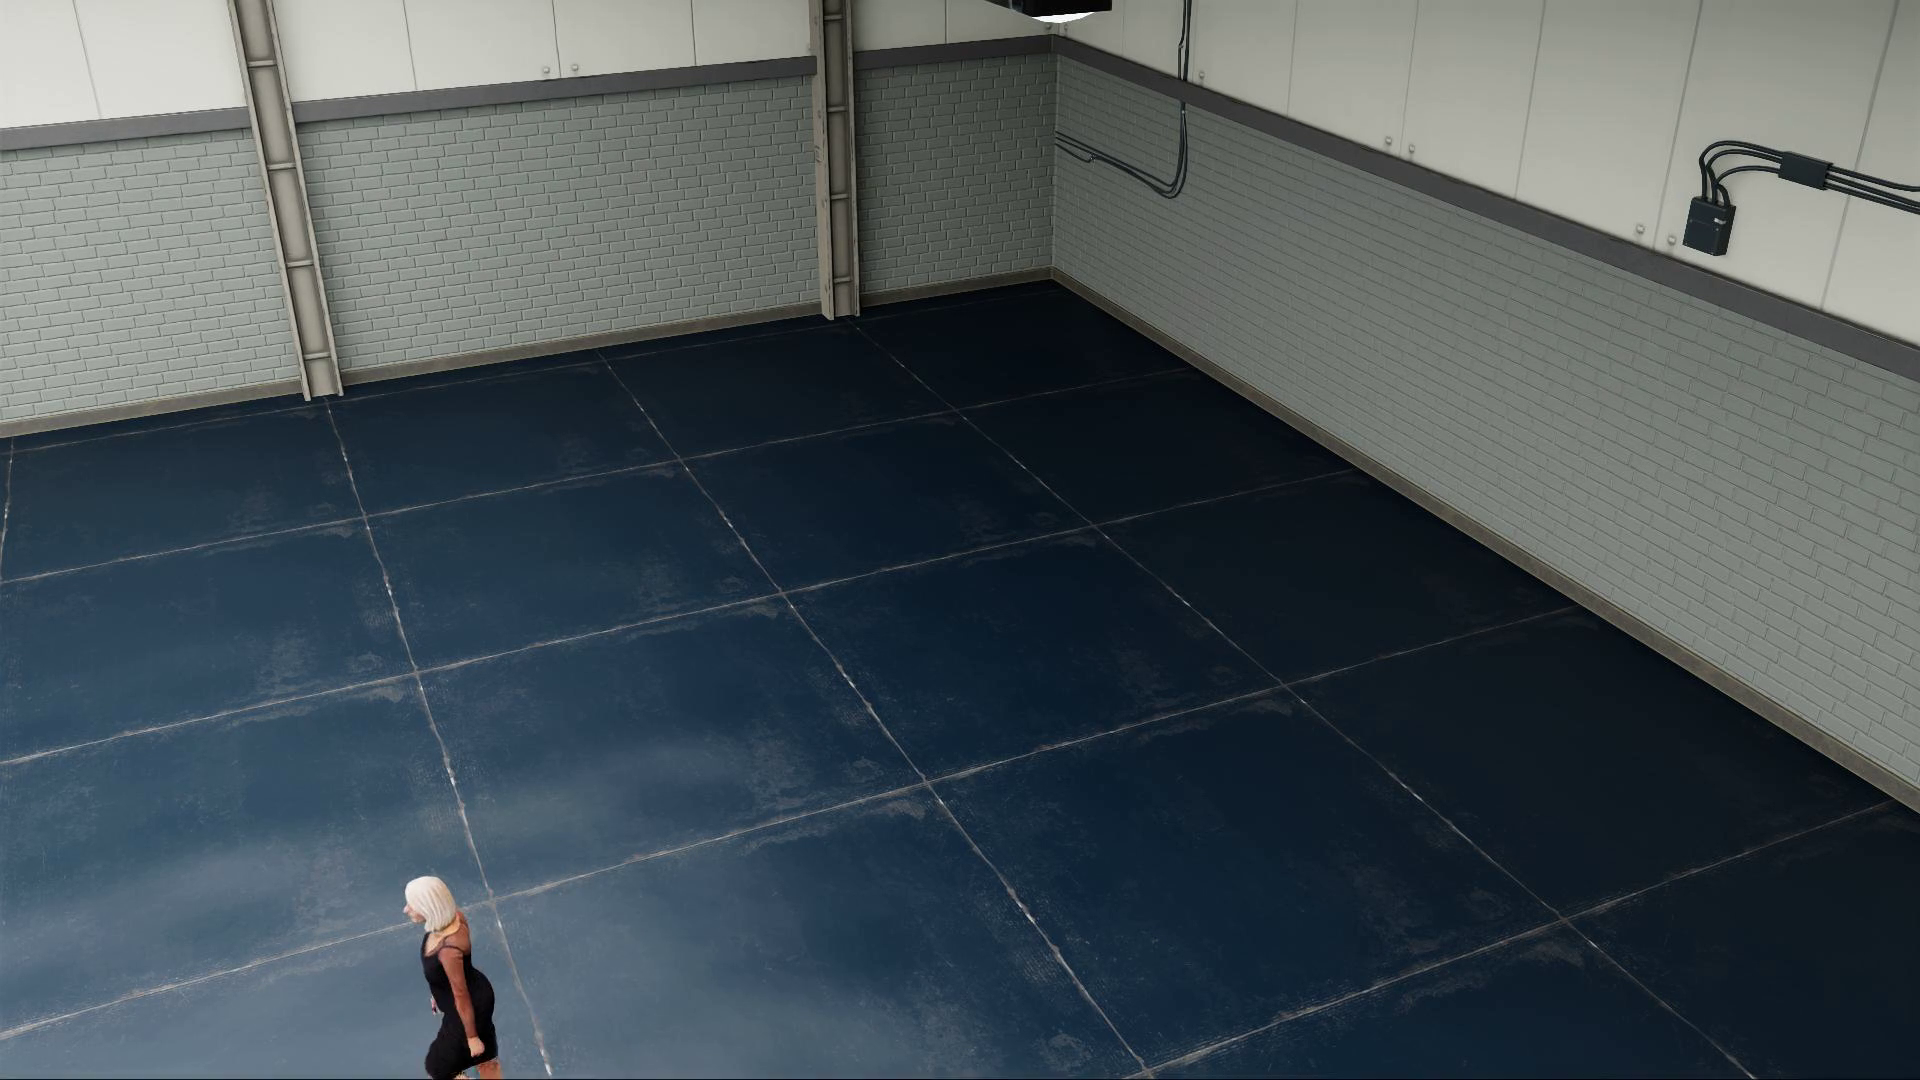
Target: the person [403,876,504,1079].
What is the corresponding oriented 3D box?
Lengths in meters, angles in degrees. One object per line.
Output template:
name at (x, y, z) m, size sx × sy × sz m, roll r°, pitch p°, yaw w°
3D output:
person at (-2.415, 2.364, 8.419) m, size 0.664 × 1.729 × 0.655 m, roll -6°, pitch 28°, yaw -11°
